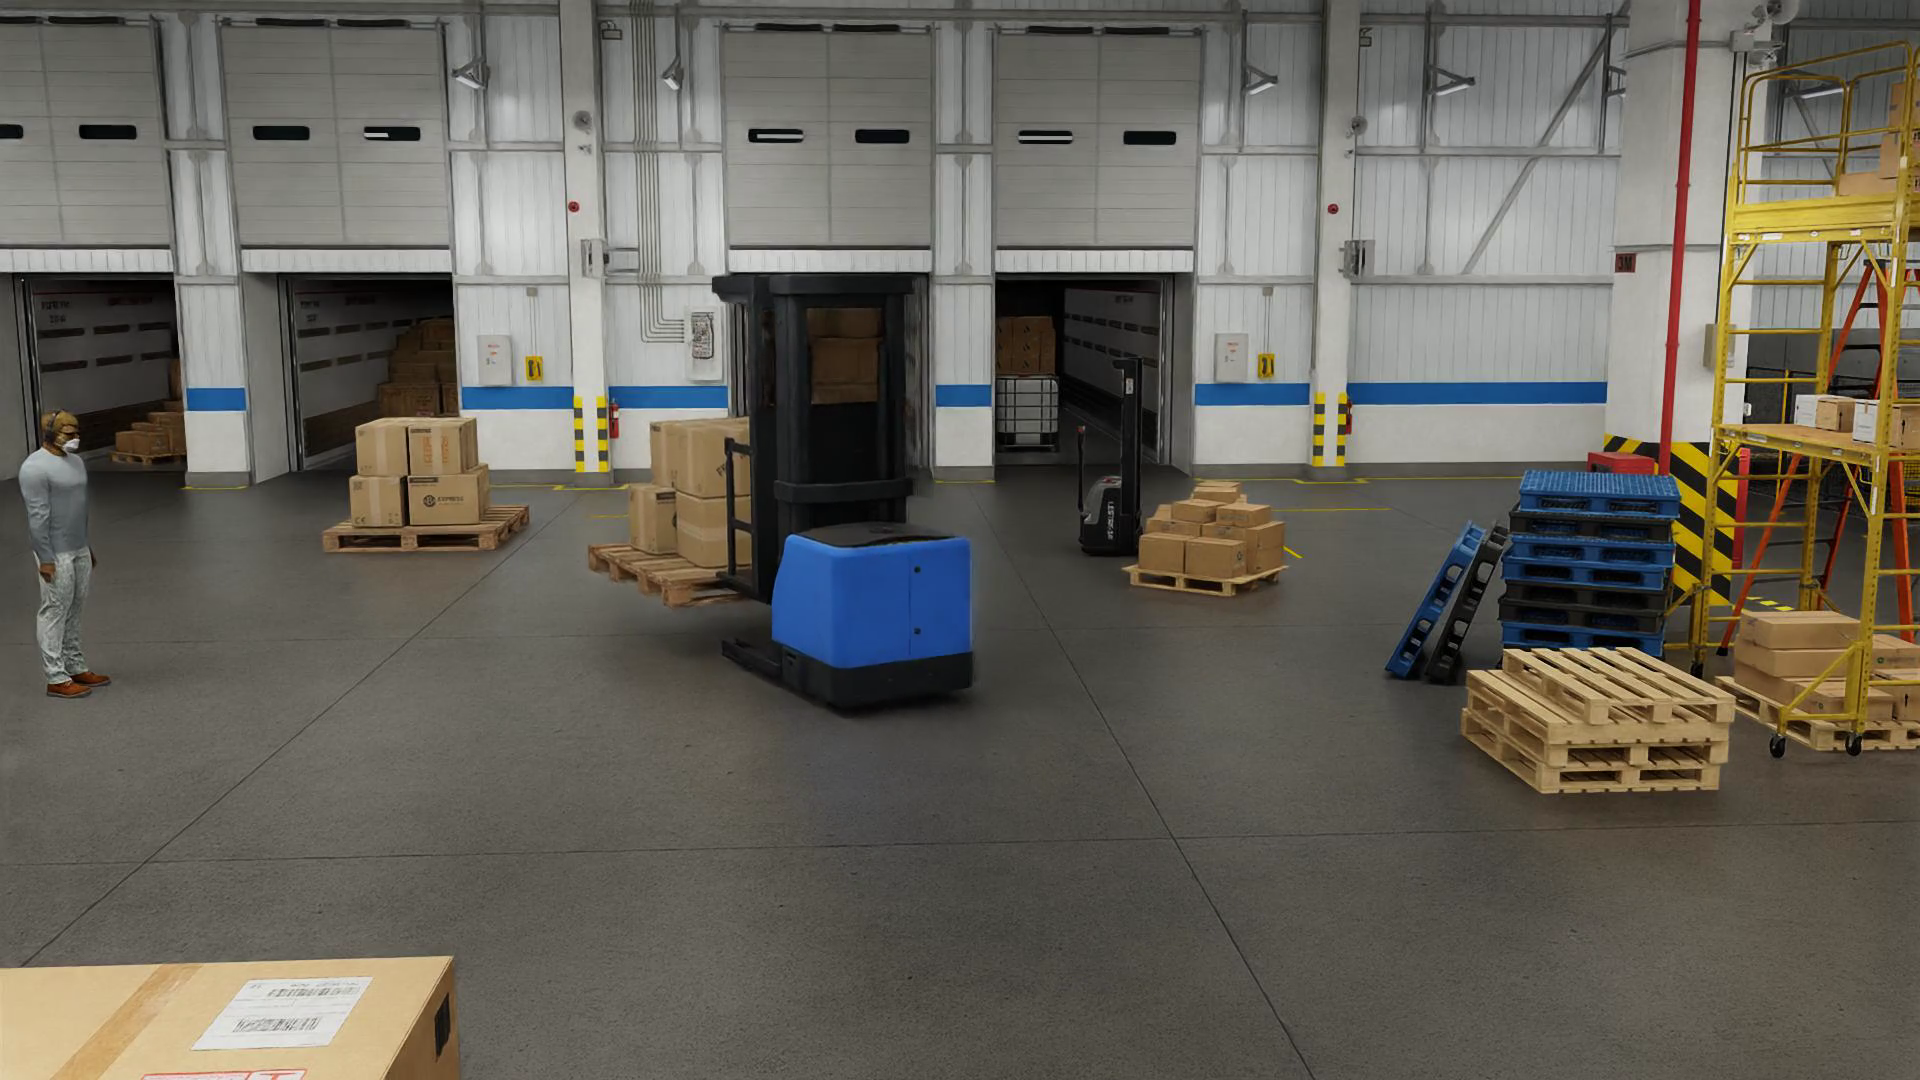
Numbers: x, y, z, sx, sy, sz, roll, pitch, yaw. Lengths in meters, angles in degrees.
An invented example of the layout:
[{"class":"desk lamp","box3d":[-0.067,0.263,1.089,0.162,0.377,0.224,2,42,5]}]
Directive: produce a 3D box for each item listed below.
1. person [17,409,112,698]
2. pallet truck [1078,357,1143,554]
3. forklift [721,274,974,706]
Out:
[{"class":"person","box3d":[-6.019,0.085,11.179,0.373,1.935,0.628,0,9,-2]},{"class":"pallet truck","box3d":[2.088,-0.836,16.757,1.885,1.965,0.823,2,9,13]},{"class":"forklift","box3d":[-0.795,-0.431,11.453,1.129,2.768,1.873,-5,10,-30]}]
